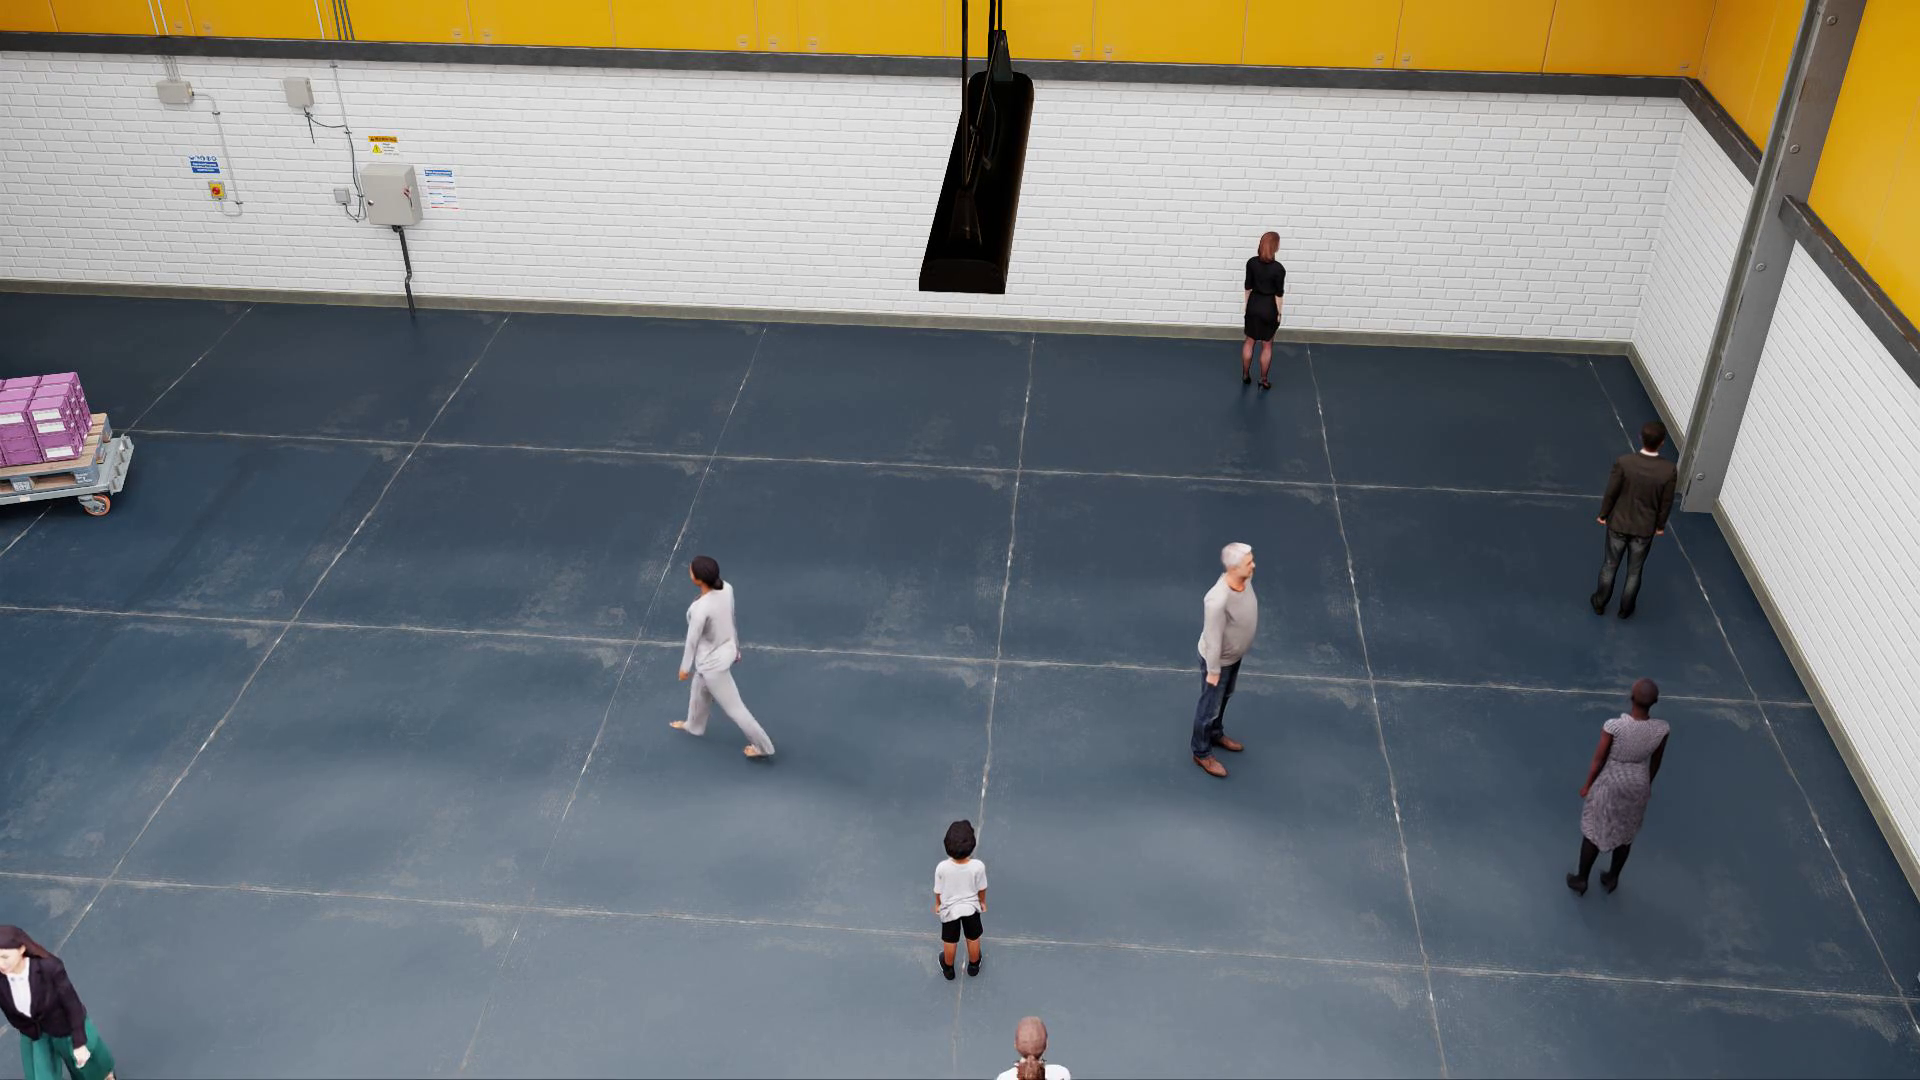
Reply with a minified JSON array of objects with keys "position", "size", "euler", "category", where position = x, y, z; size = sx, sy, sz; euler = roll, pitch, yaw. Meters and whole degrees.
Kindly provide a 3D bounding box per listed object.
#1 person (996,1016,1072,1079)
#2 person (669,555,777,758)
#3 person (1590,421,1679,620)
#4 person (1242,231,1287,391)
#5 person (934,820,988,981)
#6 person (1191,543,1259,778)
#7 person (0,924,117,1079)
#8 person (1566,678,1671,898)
[{"position":[0.384,3.217,8.632],"size":[0.682,1.705,1.159],"euler":[-2,34,-3],"category":"person"},{"position":[-1.704,0.898,12.127],"size":[0.859,1.698,1.136],"euler":[11,35,16],"category":"person"},{"position":[5.518,-0.160,13.626],"size":[0.732,1.800,0.639],"euler":[12,35,17],"category":"person"},{"position":[3.088,-2.336,16.987],"size":[0.661,1.703,0.673],"euler":[23,40,30],"category":"person"},{"position":[0.001,2.271,10.457],"size":[0.531,1.260,0.539],"euler":[-4,34,-6],"category":"person"},{"position":[1.902,0.824,12.045],"size":[0.887,1.911,0.739],"euler":[18,38,25],"category":"person"},{"position":[-5.063,2.733,9.376],"size":[0.830,1.688,1.141],"euler":[-8,34,-12],"category":"person"},{"position":[4.326,1.642,10.926],"size":[0.626,1.789,0.539],"euler":[0,34,0],"category":"person"}]
